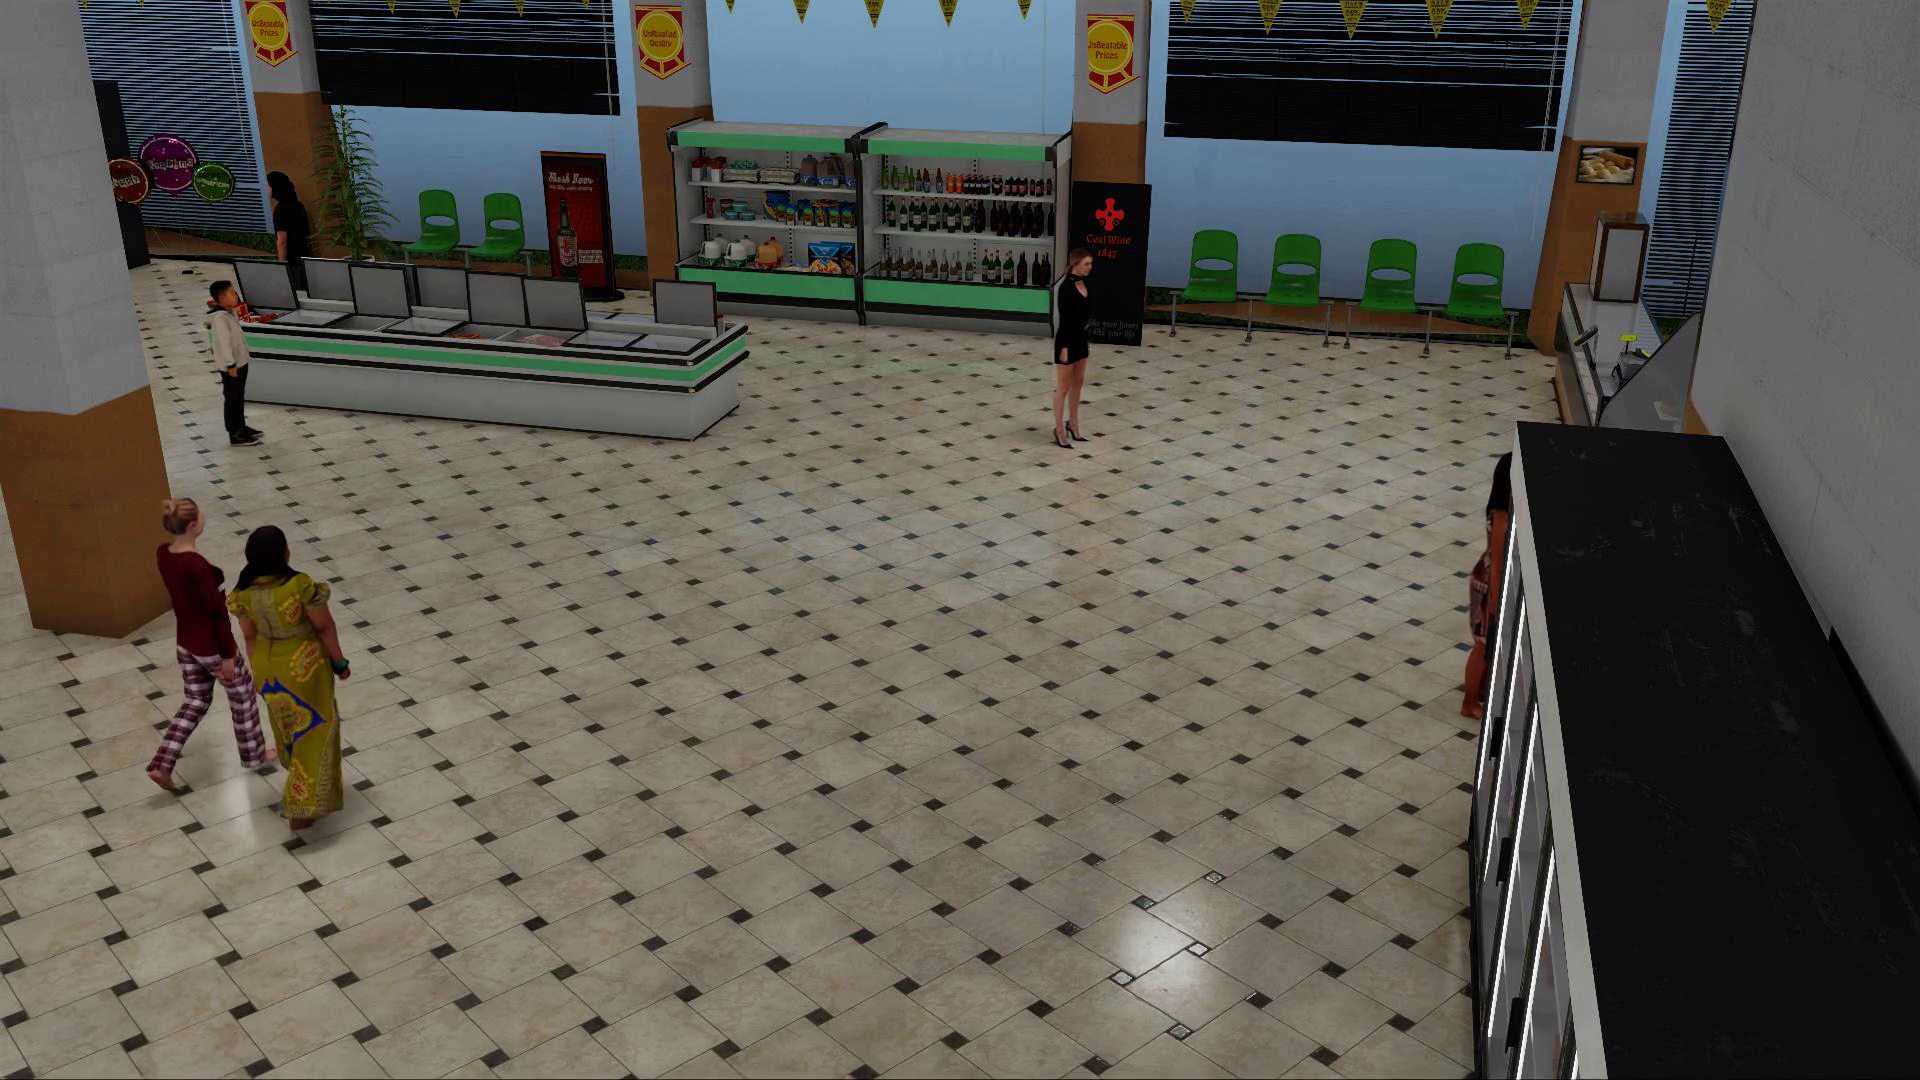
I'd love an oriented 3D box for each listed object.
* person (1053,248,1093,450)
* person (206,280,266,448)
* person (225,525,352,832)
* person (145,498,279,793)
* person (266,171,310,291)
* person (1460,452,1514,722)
[{"bbox_3d":[0.992,-1.678,14.471,0.627,1.764,0.632,13,25,29],"label":"person"},{"bbox_3d":[-6.396,-1.556,14.587,0.633,1.451,0.649,-3,22,-7],"label":"person"},{"bbox_3d":[-3.473,0.731,8.648,1.036,1.634,0.899,2,22,6],"label":"person"},{"bbox_3d":[-4.132,0.584,8.963,0.977,1.674,0.836,11,24,26],"label":"person"},{"bbox_3d":[-7.084,-3.010,17.699,0.583,1.829,0.668,2,22,4],"label":"person"},{"bbox_3d":[3.151,0.264,9.795,0.628,1.646,0.705,11,24,26],"label":"person"}]
